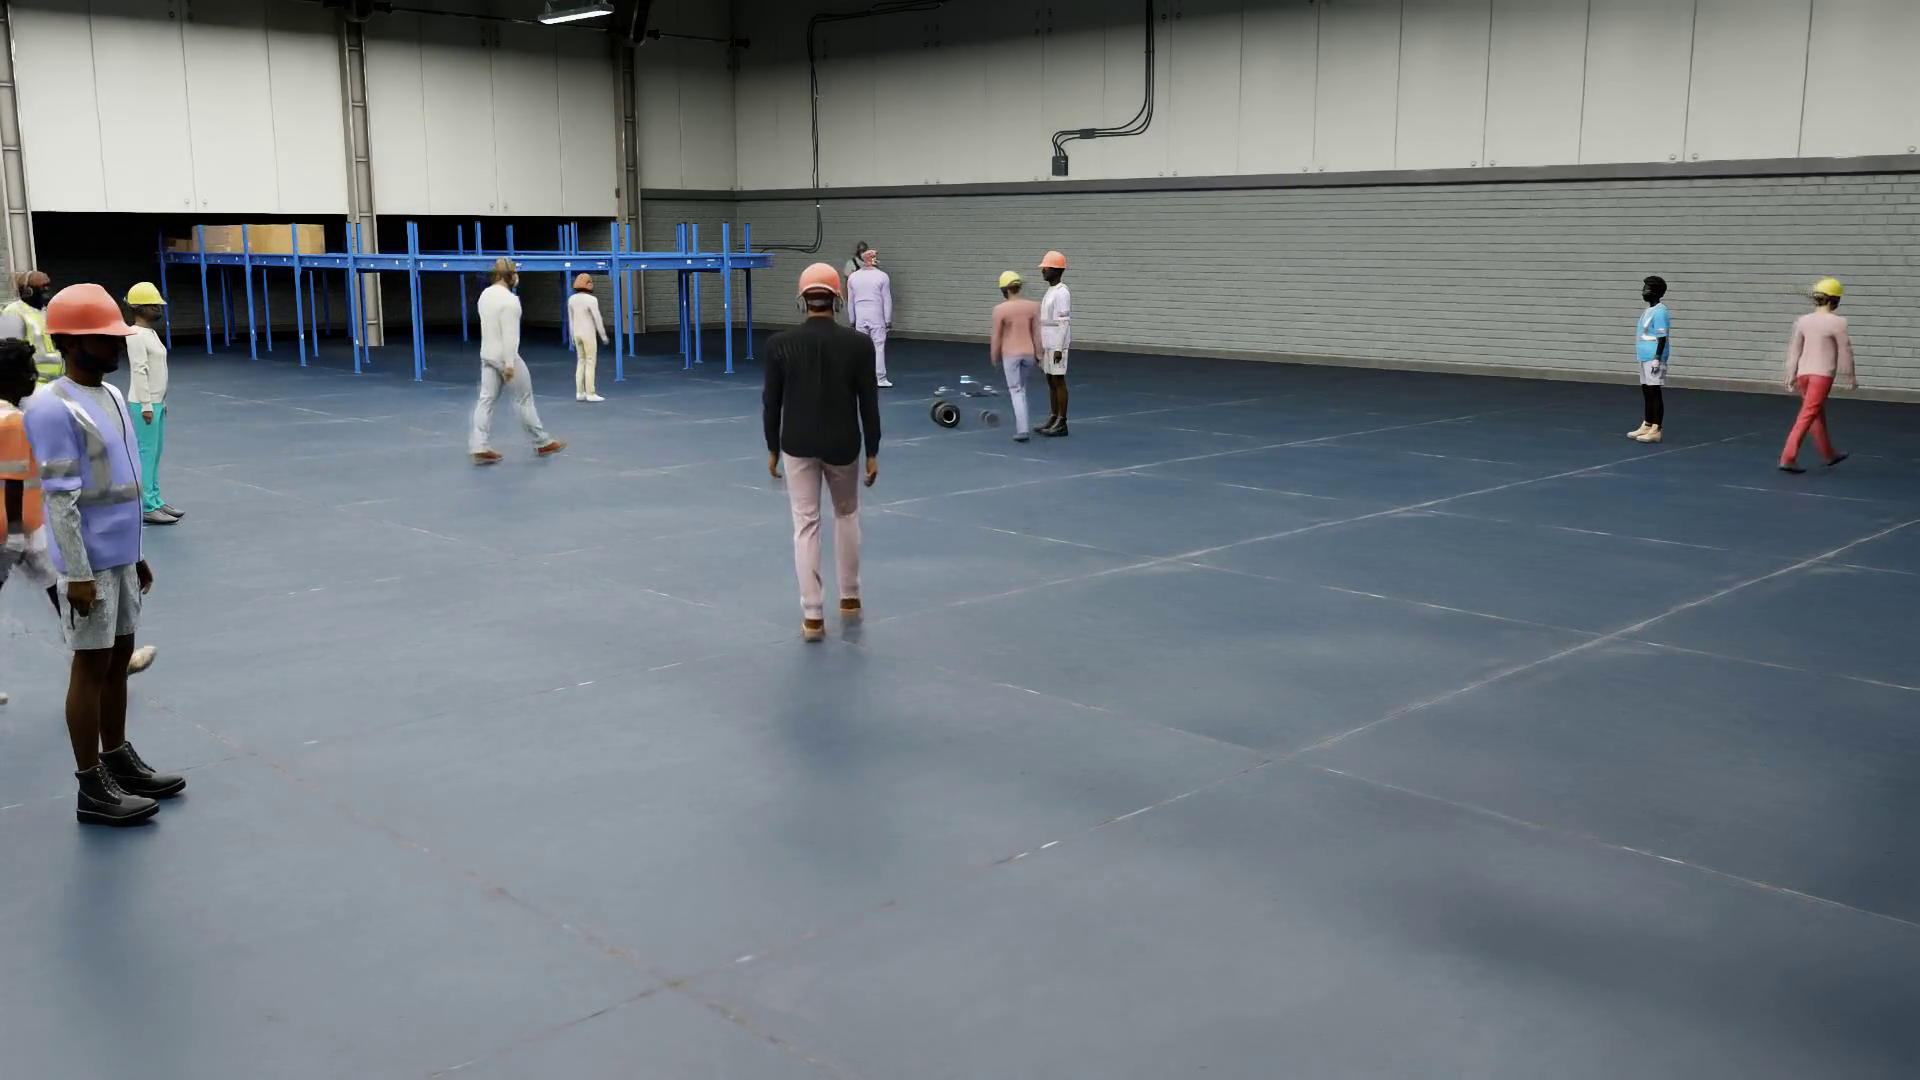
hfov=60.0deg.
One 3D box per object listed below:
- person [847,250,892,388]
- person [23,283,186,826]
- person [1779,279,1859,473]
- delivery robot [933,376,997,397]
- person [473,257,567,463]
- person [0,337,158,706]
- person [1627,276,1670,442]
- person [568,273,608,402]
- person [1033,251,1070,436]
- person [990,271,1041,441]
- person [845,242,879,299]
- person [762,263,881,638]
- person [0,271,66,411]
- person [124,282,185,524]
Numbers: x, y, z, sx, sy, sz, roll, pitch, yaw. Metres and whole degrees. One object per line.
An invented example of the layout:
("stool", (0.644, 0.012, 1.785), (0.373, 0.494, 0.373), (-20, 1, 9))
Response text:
("person", (-1.238, -3.079, 23.200), (0.641, 1.904, 0.401), (4, 11, 21))
("person", (-3.112, 0.046, 6.056), (0.354, 1.939, 0.545), (-1, 10, -5))
("person", (7.739, -1.469, 14.923), (0.914, 1.720, 0.530), (-3, 11, -16))
("delivery robot", (0.058, -1.728, 18.659), (0.698, 0.223, 0.335), (-2, 11, -11))
("person", (-4.195, -1.689, 15.614), (0.647, 1.890, 0.980), (9, 14, 42))
("person", (-4.193, -0.082, 7.499), (0.544, 1.646, 0.904), (10, 14, 43))
("person", (7.117, -1.864, 17.129), (0.317, 1.695, 0.540), (1, 10, 6))
("person", (-4.766, -2.587, 21.265), (0.508, 1.634, 0.333), (8, 13, 36))
("person", (0.989, -2.088, 17.682), (0.354, 1.942, 0.545), (-2, 11, -13))
("person", (0.547, -1.904, 17.213), (0.543, 1.731, 0.652), (-5, 12, -27))
("person", (-1.985, -5.068, 33.779), (0.683, 2.000, 0.996), (-6, 12, -28))
("person", (-0.747, -0.497, 8.974), (0.624, 1.952, 0.815), (-1, 10, -6))
("person", (-7.344, -1.259, 13.497), (0.784, 1.815, 0.661), (0, 10, -3))
("person", (-5.977, -1.015, 12.315), (0.311, 1.768, 0.533), (-3, 11, -15))
